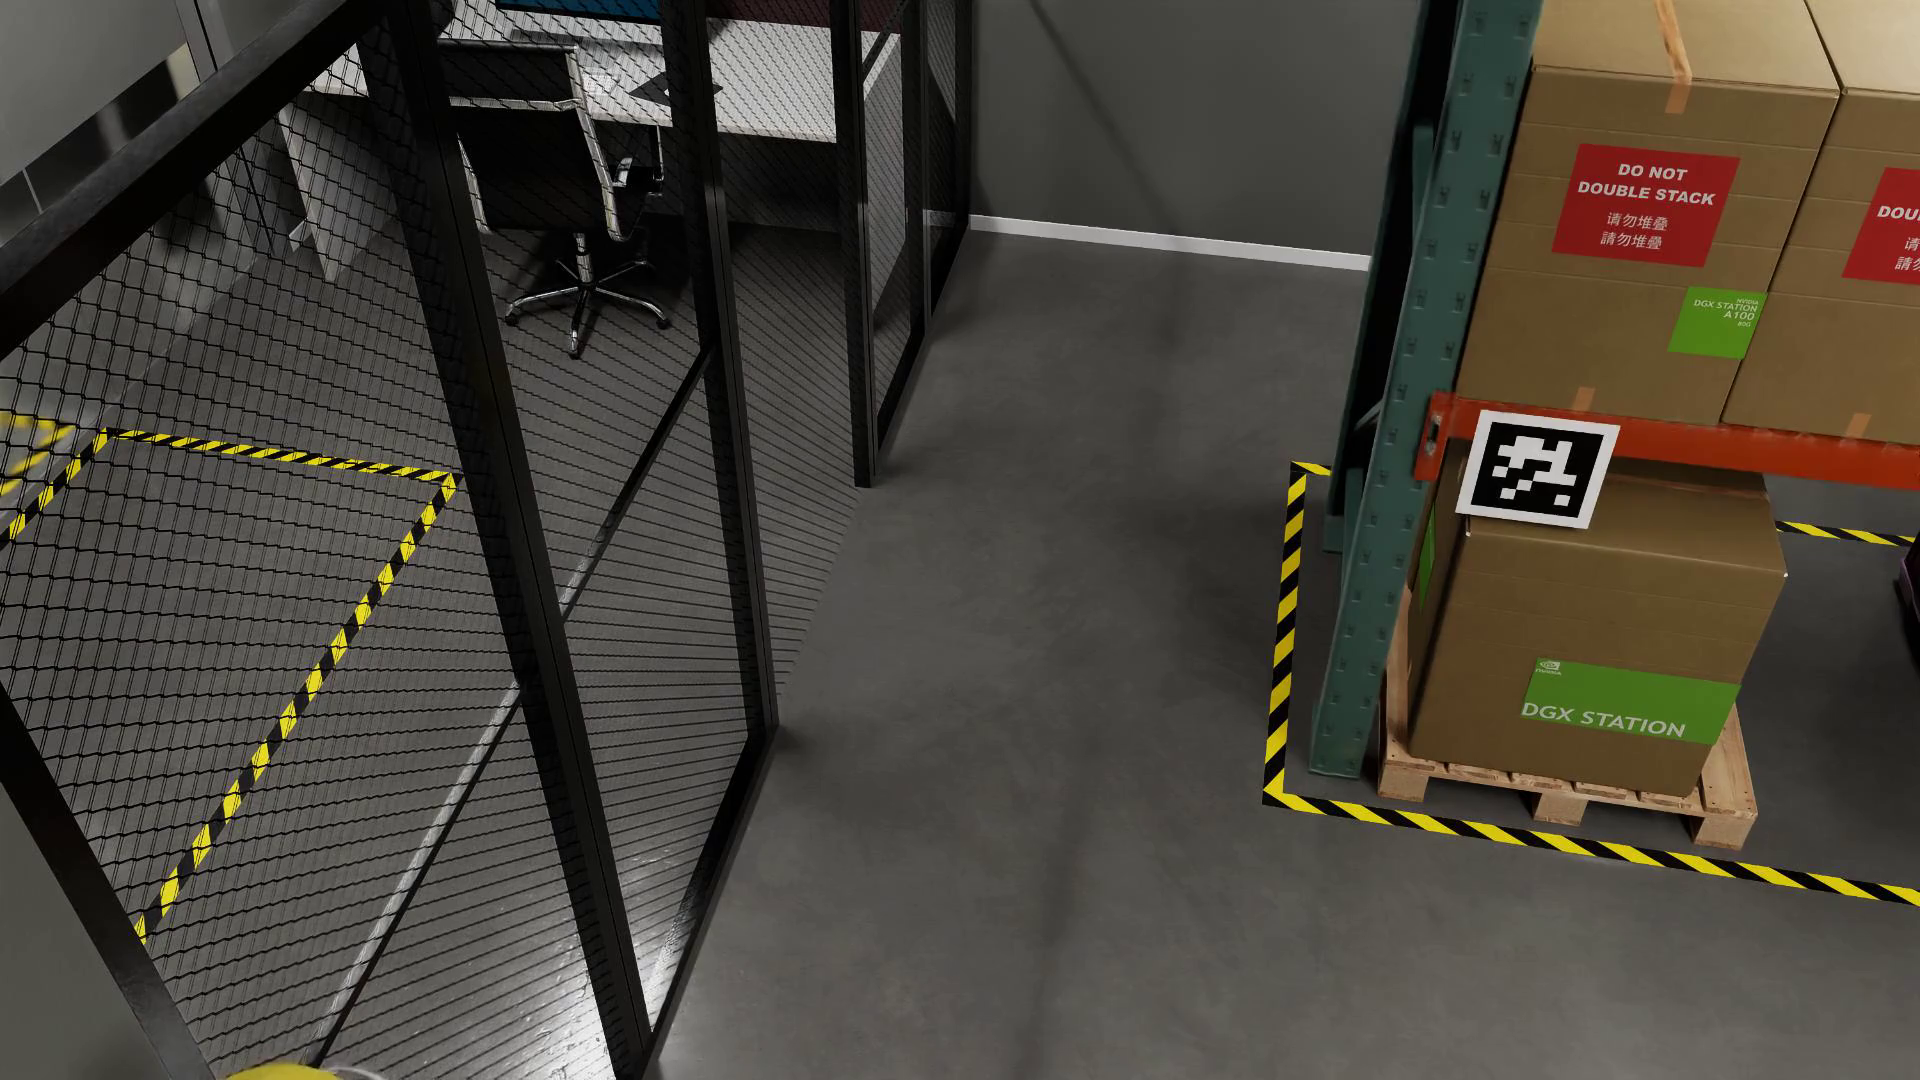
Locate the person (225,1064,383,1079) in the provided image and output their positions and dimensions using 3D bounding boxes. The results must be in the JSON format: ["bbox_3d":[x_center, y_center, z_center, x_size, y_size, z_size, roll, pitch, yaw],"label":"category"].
[{"bbox_3d":[-0.678,1.230,2.161,0.602,1.830,0.404,13,43,14],"label":"person"}]
